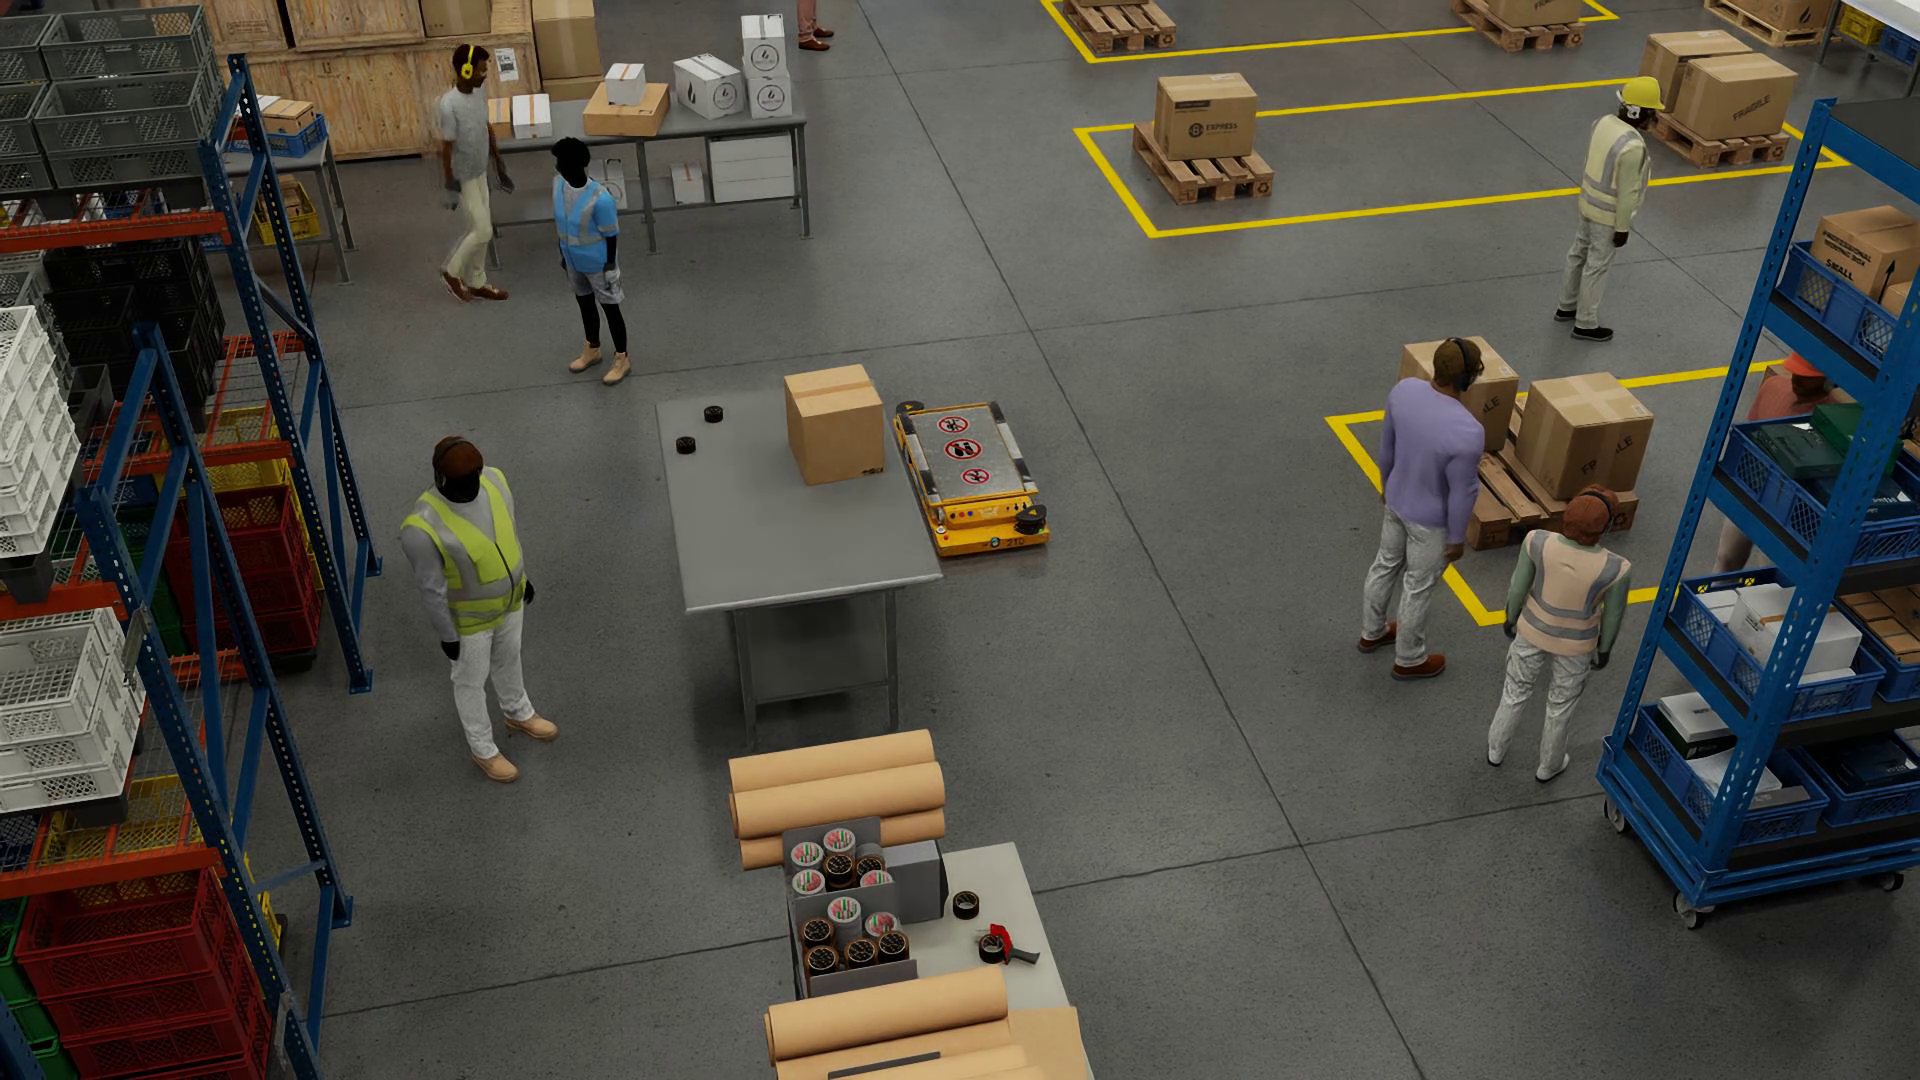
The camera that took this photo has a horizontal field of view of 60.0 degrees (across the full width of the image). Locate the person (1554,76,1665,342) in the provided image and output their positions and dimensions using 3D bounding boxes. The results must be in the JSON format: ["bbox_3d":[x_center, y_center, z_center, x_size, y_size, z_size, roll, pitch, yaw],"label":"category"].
[{"bbox_3d":[4.389,-2.241,11.249,0.404,1.826,0.587,-3,37,-4],"label":"person"}]

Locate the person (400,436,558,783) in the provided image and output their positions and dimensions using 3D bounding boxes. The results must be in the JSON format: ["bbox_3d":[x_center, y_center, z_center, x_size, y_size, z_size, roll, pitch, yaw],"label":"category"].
[{"bbox_3d":[-2.235,0.305,7.819,0.430,1.840,0.619,17,40,22],"label":"person"}]

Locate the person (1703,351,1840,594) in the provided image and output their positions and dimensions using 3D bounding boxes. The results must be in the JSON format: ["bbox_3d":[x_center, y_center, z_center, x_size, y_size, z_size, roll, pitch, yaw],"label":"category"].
[{"bbox_3d":[4.049,-0.168,8.322,0.379,1.996,0.609,-16,40,-20],"label":"person"}]

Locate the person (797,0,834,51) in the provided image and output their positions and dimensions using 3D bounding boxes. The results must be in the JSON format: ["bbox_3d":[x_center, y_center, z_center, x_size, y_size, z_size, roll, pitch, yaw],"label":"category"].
[{"bbox_3d":[-1.402,-5.628,15.743,0.401,1.899,0.645,1,37,1],"label":"person"}]

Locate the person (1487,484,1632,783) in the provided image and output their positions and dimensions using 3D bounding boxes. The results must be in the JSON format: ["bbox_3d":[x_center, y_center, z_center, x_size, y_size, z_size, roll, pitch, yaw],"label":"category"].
[{"bbox_3d":[2.792,0.453,7.782,0.522,1.640,0.306,21,41,25],"label":"person"}]

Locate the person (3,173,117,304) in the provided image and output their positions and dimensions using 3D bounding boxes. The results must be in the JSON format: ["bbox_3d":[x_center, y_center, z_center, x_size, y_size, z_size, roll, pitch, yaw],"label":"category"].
[{"bbox_3d":[-5.644,-1.771,10.571,0.355,1.882,0.575,23,42,27],"label":"person"}]

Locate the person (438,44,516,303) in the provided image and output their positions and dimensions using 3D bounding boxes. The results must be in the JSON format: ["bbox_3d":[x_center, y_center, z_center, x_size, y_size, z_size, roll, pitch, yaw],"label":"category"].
[{"bbox_3d":[-3.398,-2.548,11.660,0.455,1.829,0.582,9,38,11],"label":"person"}]

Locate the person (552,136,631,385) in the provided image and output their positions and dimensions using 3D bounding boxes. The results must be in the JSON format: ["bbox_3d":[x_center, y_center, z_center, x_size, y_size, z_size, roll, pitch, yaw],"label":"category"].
[{"bbox_3d":[-2.401,-1.810,10.780,0.513,1.693,0.319,23,42,27],"label":"person"}]

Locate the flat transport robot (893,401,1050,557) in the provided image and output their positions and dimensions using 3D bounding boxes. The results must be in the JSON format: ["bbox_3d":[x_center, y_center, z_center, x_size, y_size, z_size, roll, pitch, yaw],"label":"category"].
[{"bbox_3d":[0.046,-0.430,10.108,0.652,0.197,1.431,-8,37,-10],"label":"flat transport robot"}]

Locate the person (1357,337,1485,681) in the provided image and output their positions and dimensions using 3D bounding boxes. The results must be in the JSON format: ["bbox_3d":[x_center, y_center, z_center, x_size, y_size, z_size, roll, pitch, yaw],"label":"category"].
[{"bbox_3d":[2.322,-0.157,8.355,0.379,1.940,0.629,-16,40,-20],"label":"person"}]
